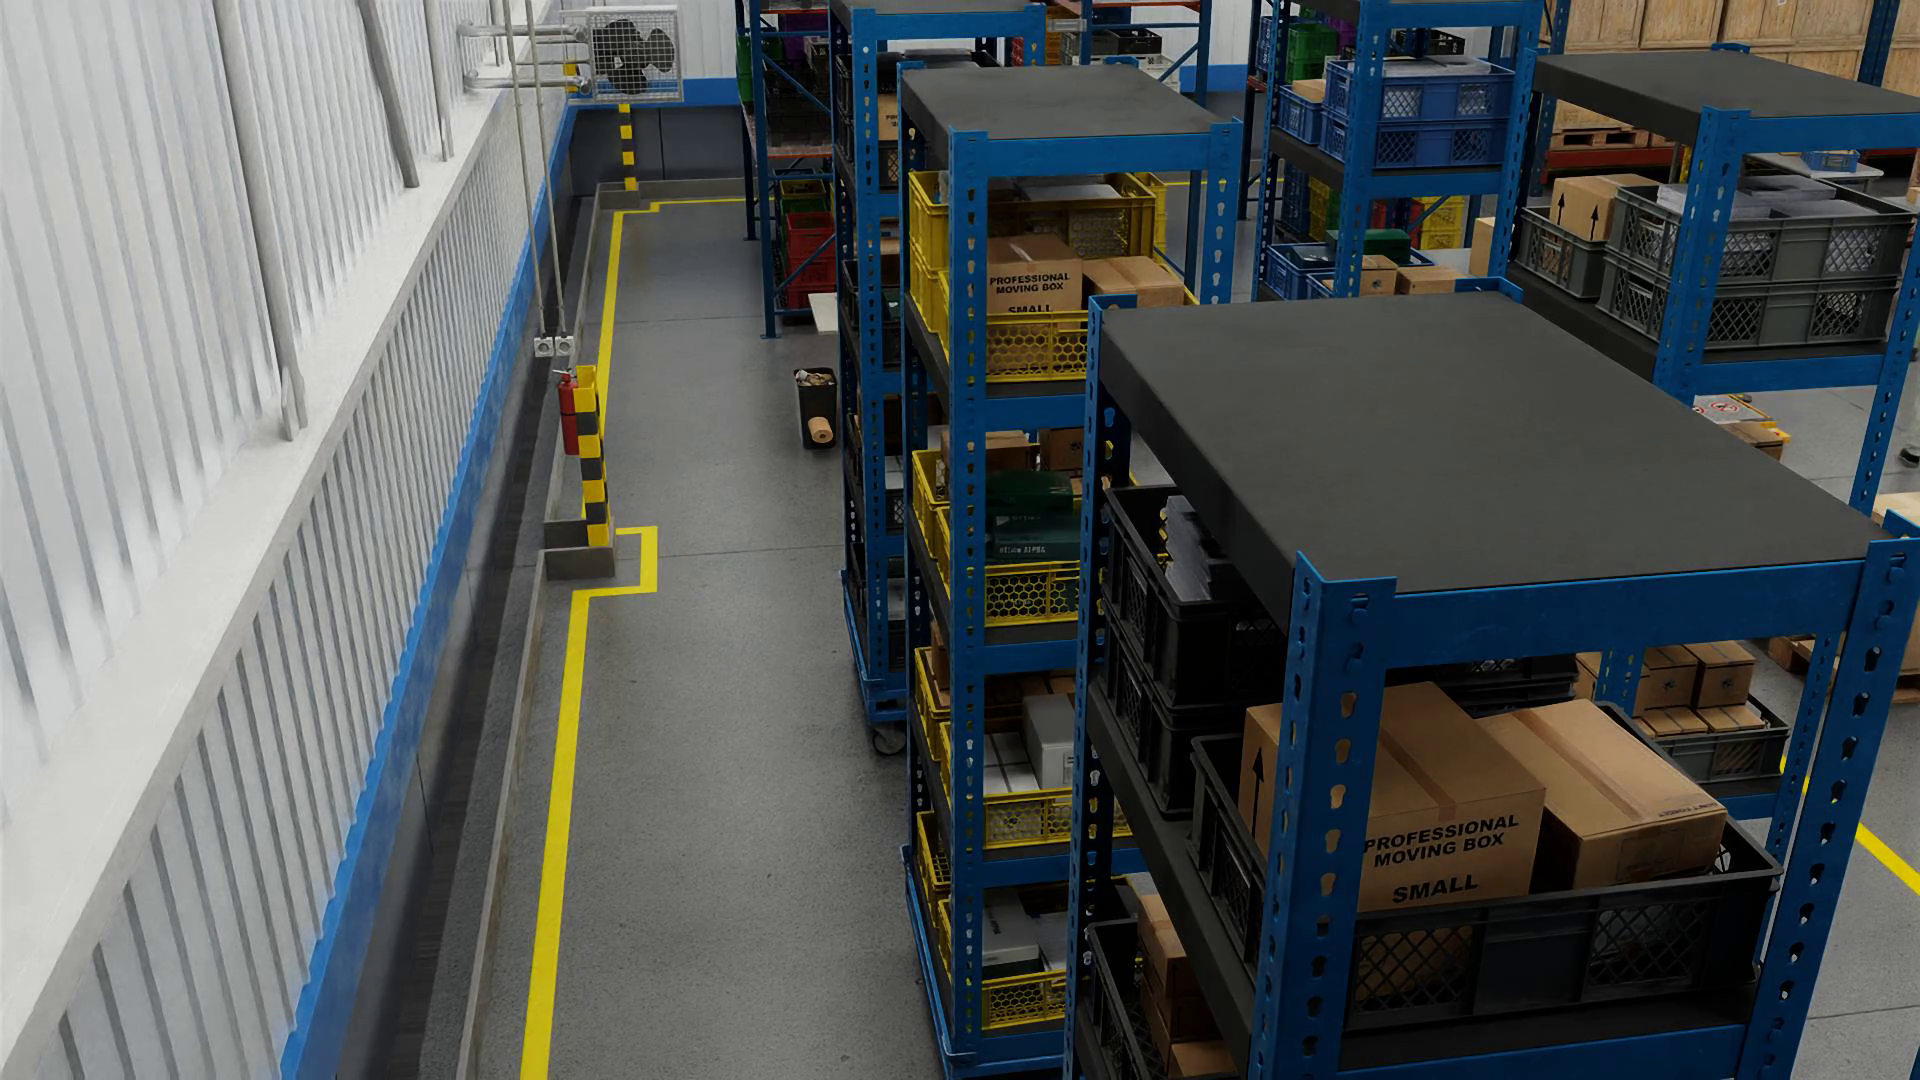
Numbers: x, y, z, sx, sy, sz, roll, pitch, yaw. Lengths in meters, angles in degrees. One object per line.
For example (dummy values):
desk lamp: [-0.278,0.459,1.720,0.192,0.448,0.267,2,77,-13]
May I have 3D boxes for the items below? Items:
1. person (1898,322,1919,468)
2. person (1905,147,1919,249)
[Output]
person: [6.857,-1.371,11.403,0.602,1.823,0.404,5,25,12]
person: [9.910,-3.912,16.829,0.401,1.904,0.650,8,26,16]
